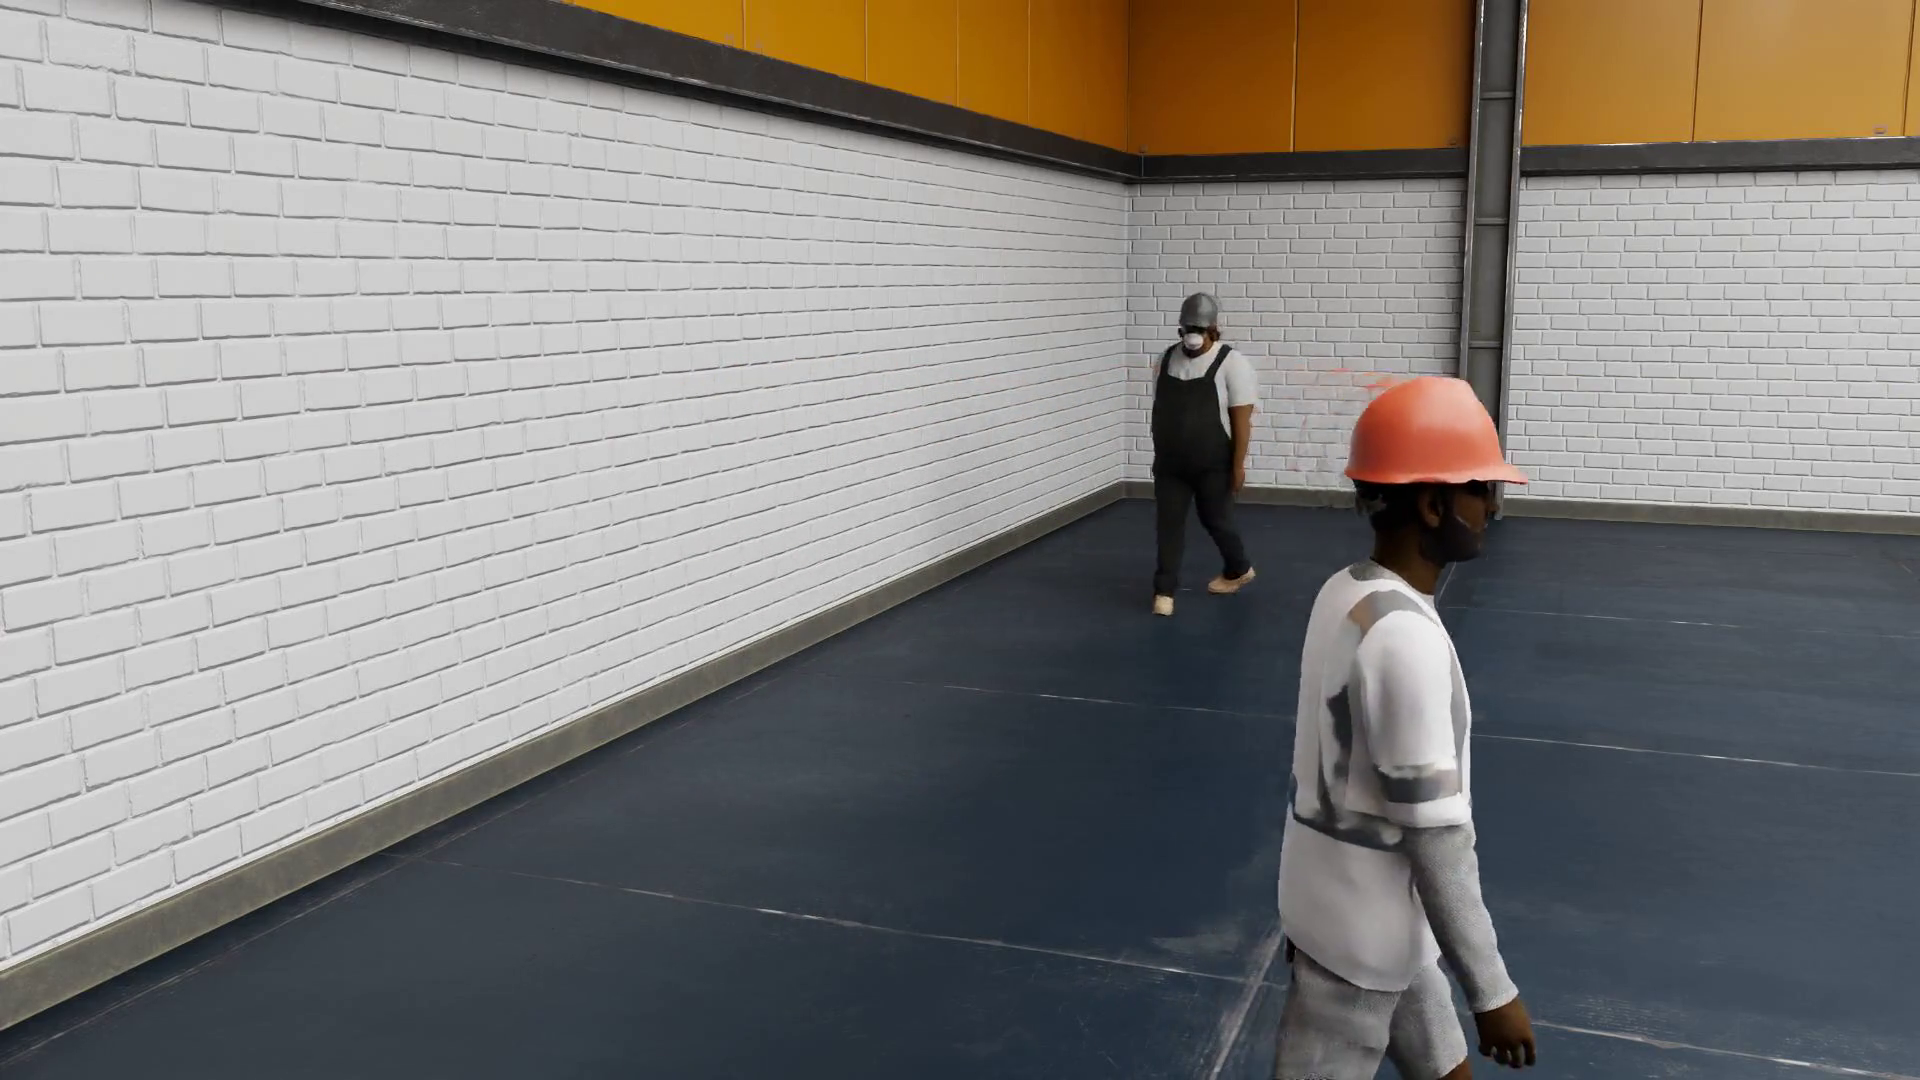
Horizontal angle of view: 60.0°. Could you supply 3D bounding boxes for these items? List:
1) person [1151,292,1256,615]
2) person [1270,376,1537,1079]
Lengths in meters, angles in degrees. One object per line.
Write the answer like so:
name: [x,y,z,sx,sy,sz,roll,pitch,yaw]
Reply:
person: [1.515,-0.588,10.350,0.717,2.000,0.931,6,11,31]
person: [0.784,0.668,2.932,1.006,1.891,0.545,1,9,7]
